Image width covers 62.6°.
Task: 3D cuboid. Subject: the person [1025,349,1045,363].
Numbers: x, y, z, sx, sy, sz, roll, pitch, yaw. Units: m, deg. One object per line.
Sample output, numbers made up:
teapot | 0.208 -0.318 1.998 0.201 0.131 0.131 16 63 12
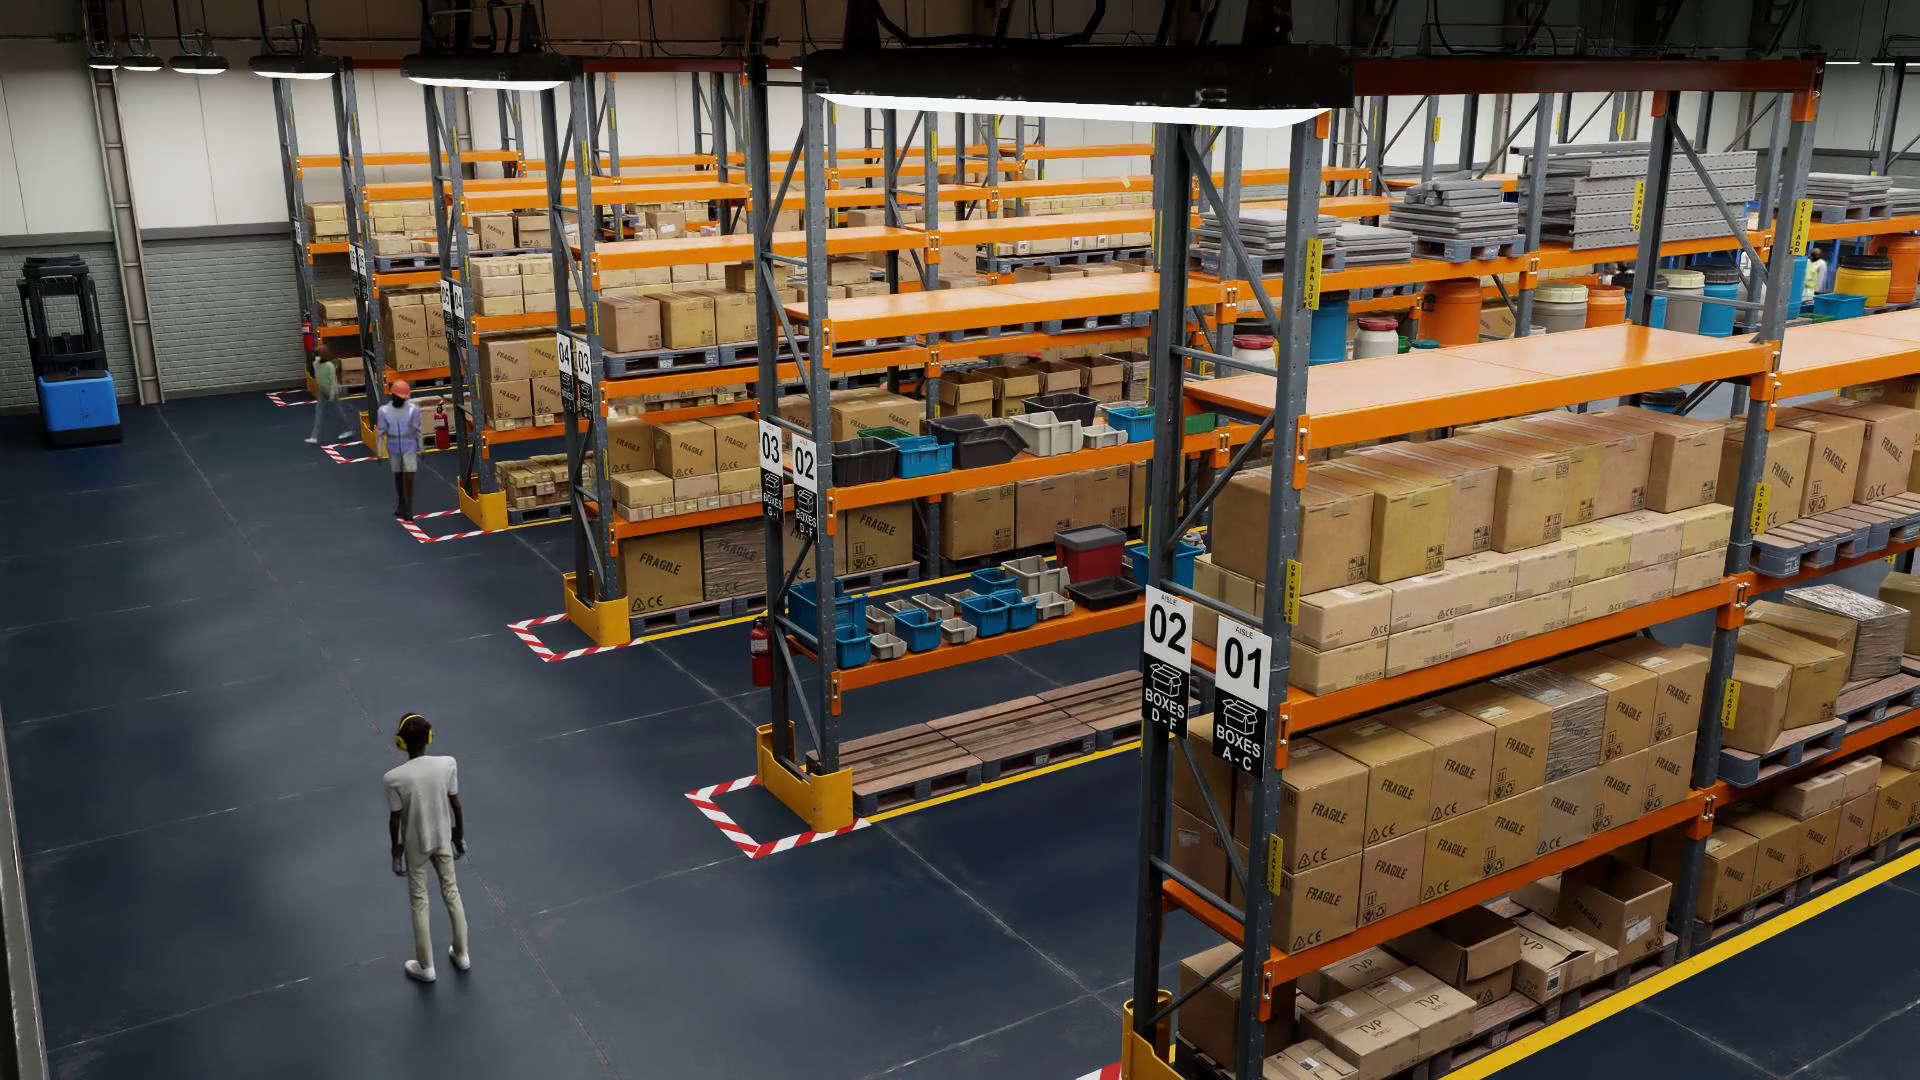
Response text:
person | 0.965 -2.004 23.777 0.897 1.904 0.547 -12 20 -33

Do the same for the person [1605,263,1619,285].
person | 14.660 -5.380 35.315 0.520 1.608 0.494 -2 17 -6

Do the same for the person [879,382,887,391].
person | -0.929 -1.031 20.333 0.395 2.042 0.611 1 17 3

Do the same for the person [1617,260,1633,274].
person | 14.498 -5.250 34.553 0.546 1.808 0.737 0 17 0

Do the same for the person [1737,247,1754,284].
person | 18.910 -6.298 37.781 0.552 1.936 0.358 3 17 8

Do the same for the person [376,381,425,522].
person | -7.491 -1.179 21.092 0.600 1.869 0.980 -4 17 -12

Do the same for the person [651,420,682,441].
person | -4.572 -2.345 24.892 0.815 1.897 0.603 -8 19 -24

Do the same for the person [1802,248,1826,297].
person | 19.621 -5.827 36.418 0.434 1.826 0.650 -2 17 -8

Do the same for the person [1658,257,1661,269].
person | 19.676 -8.343 44.653 0.504 1.839 0.344 0 17 2

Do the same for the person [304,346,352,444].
person | -10.217 -2.356 25.446 0.513 1.581 0.888 9 19 28

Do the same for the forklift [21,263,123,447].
forklift | -14.518 -3.079 25.708 1.129 2.768 1.873 -10 20 -31

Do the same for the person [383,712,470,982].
person | -3.559 2.040 10.576 0.511 1.861 0.313 -13 21 -36

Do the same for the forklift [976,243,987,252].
forklift | 0.988 -5.474 34.718 1.214 2.155 2.313 -10 20 -31

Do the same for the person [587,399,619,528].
person | -4.631 -1.099 20.827 1.011 1.893 0.647 -9 19 -28
